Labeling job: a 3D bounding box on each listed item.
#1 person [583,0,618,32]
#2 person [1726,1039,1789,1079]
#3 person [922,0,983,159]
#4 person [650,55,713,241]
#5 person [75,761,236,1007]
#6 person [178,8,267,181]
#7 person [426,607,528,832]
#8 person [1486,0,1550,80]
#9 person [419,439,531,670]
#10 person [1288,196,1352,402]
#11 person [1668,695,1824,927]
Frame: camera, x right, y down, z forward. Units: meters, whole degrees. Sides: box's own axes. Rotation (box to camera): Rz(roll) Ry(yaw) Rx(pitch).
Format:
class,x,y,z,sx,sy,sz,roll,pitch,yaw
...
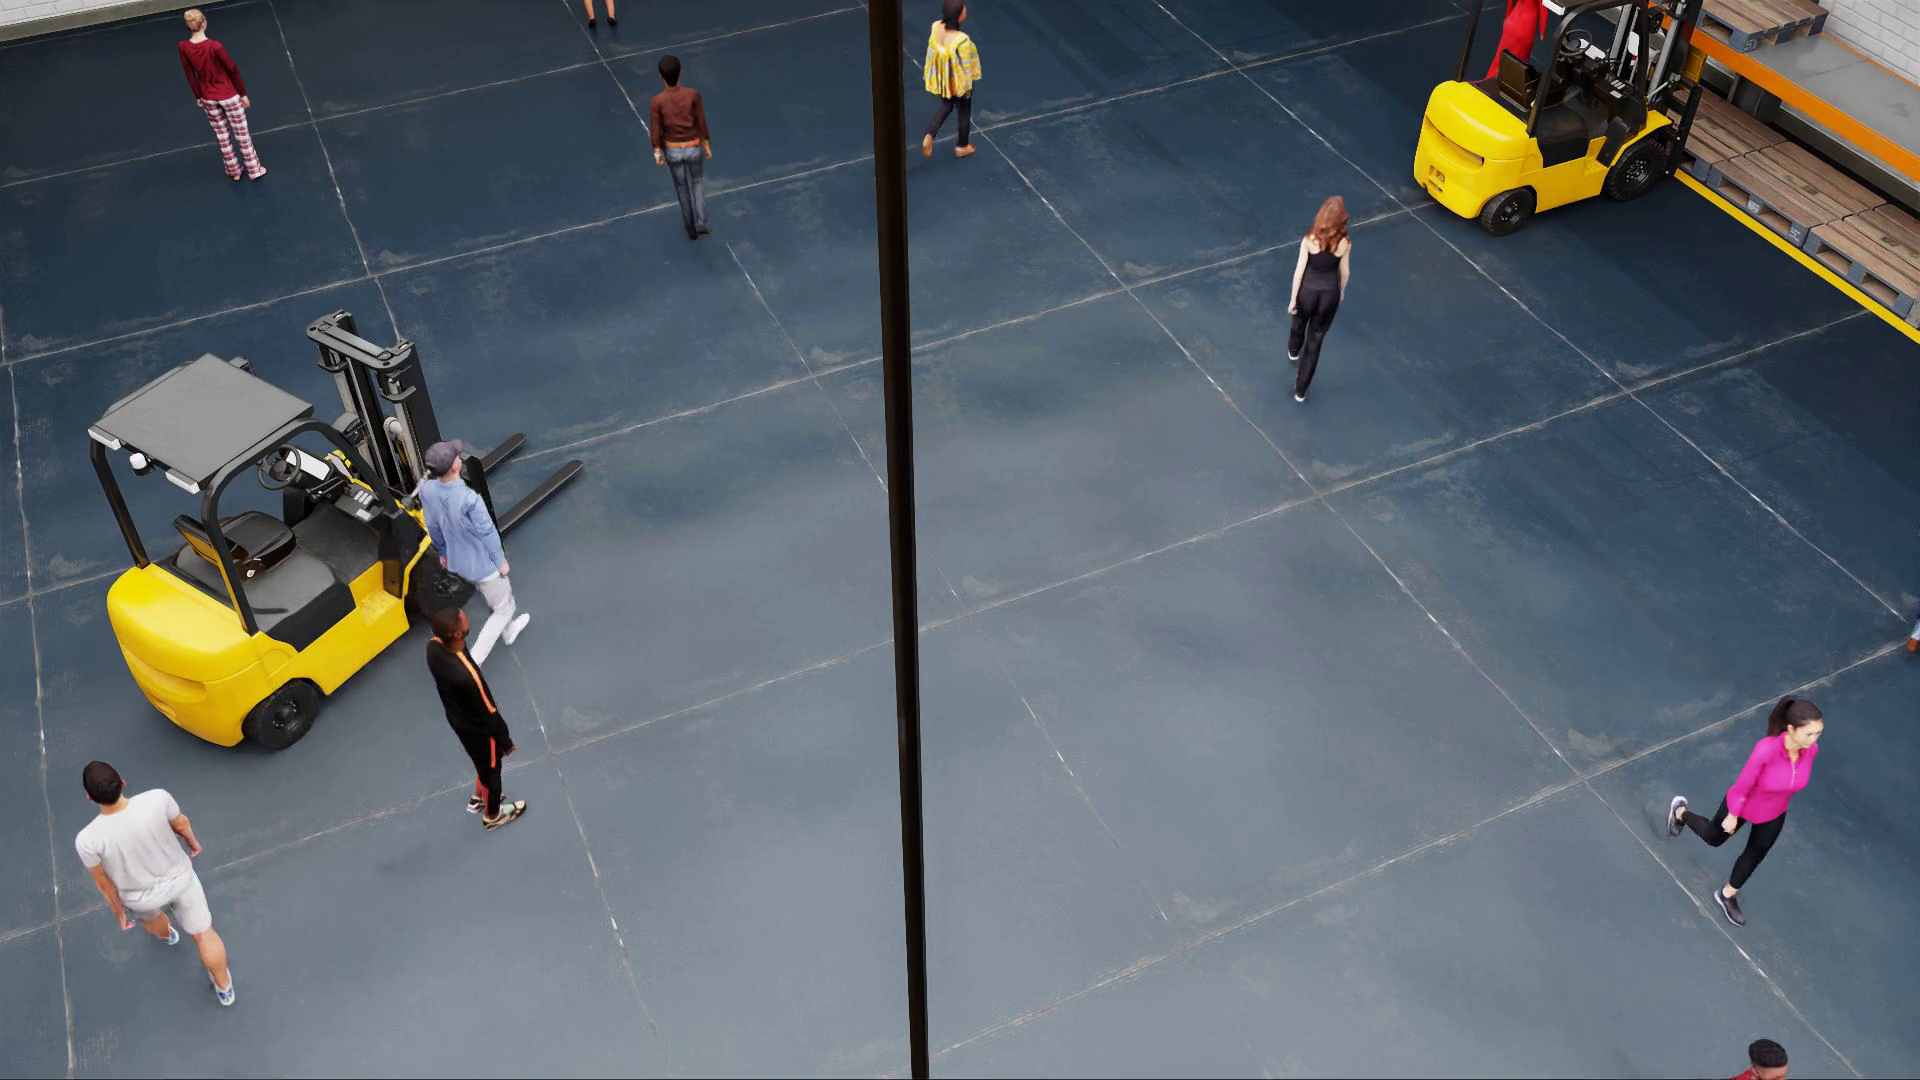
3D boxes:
class,x,y,z,sx,sy,sz,roll,pitch,yaw
person,-3.919,-6.222,17.619,0.591,1.677,0.541,-7,44,-7
person,3.839,2.864,8.401,0.565,1.236,0.877,-14,45,-14
person,-0.122,-4.268,15.634,0.925,1.584,0.940,34,53,30
person,-2.402,-3.364,14.550,0.717,1.773,0.756,-12,45,-12
person,-4.298,1.911,8.979,0.896,1.818,1.179,-31,52,-28
person,-6.861,-4.127,15.403,0.687,1.700,0.649,-1,44,-1
person,-2.949,1.117,9.830,0.820,1.795,0.705,-33,53,-30
person,5.443,-4.963,16.226,0.725,1.786,0.514,-21,47,-21
person,-3.182,0.170,10.773,1.065,1.865,1.051,21,48,21
person,2.791,-1.838,12.993,0.937,1.710,1.107,5,44,5
person,4.510,1.461,9.559,0.756,1.680,1.059,-7,44,-7
